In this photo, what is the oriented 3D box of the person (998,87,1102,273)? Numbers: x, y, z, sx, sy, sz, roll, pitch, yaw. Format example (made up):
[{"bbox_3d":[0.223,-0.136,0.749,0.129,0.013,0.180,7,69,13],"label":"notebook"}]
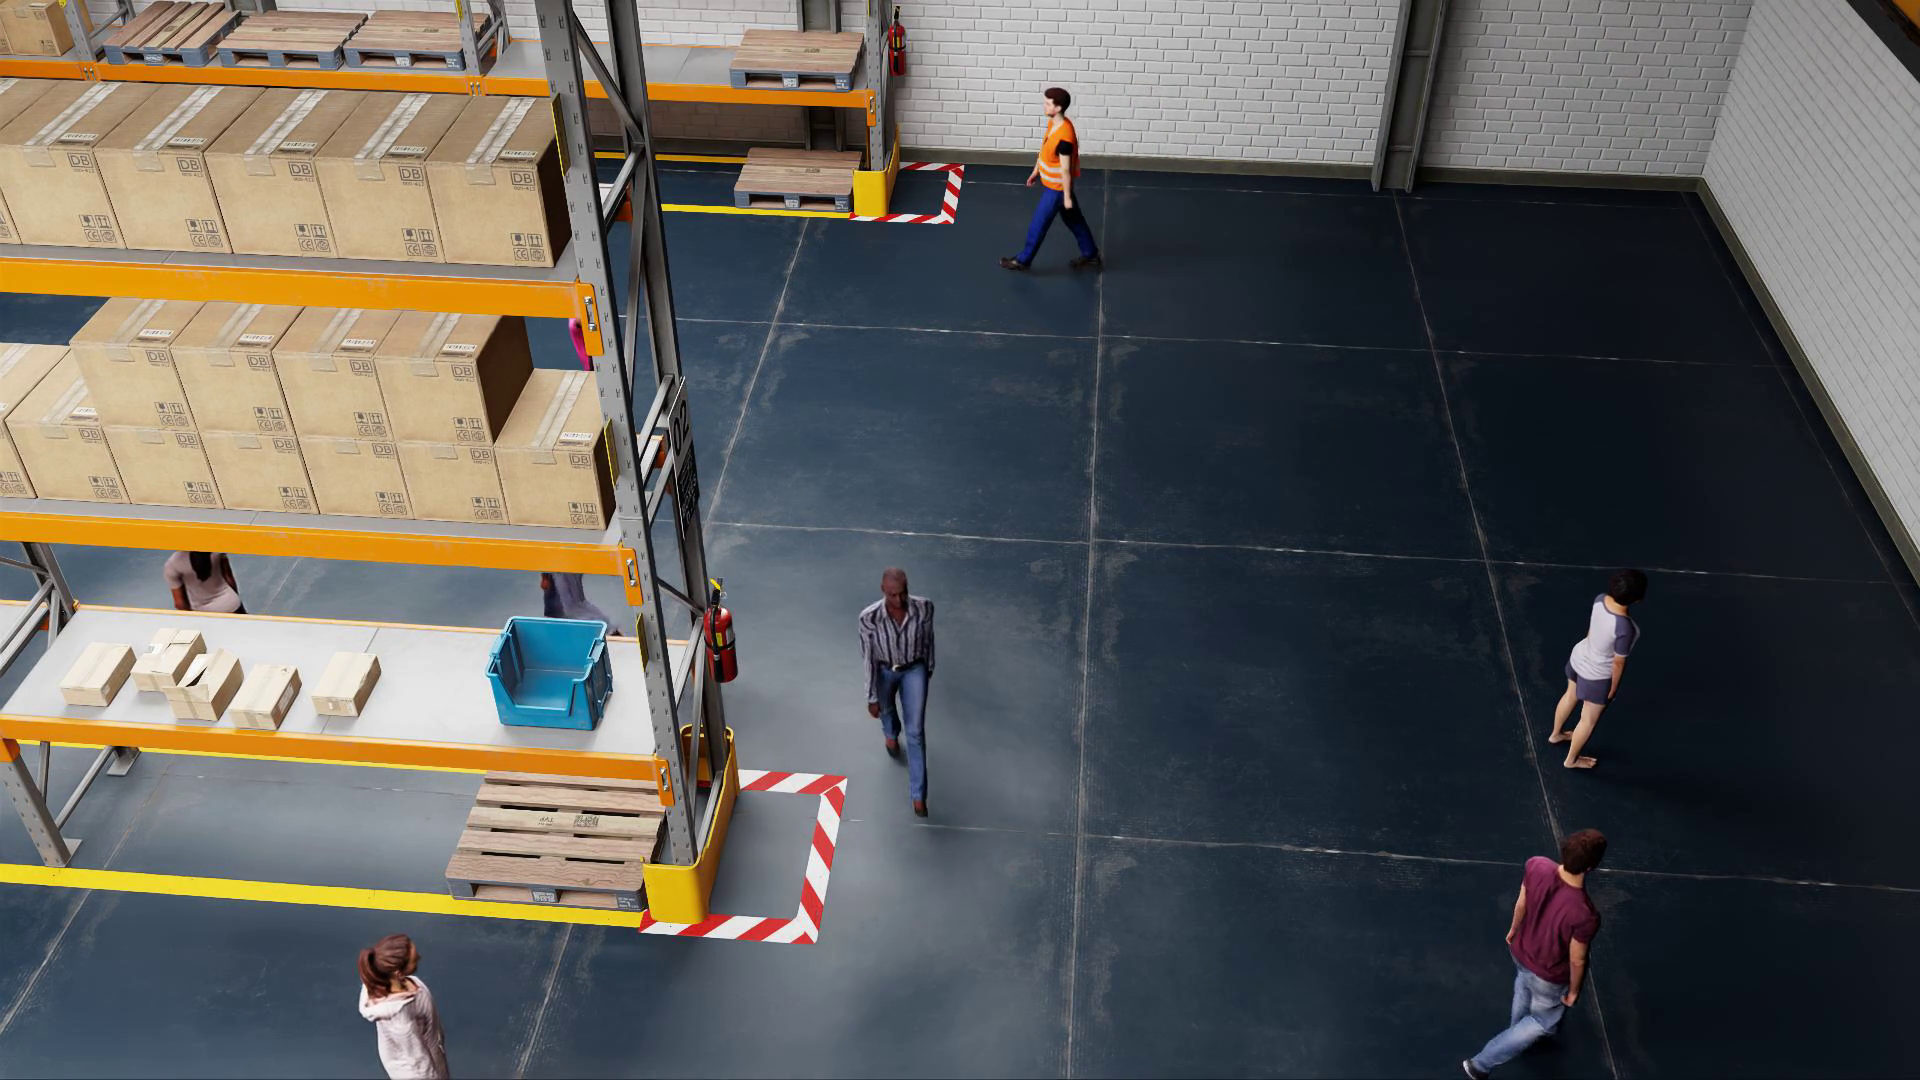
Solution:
[{"bbox_3d":[1.007,-3.312,15.503,1.230,1.839,0.716,0,39,0],"label":"person"}]

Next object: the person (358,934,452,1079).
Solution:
[{"bbox_3d":[-2.731,2.564,8.264,0.778,1.689,0.729,-25,45,-28],"label":"person"}]

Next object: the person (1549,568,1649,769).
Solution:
[{"bbox_3d":[4.055,0.795,10.581,0.626,1.562,0.633,-8,39,-10],"label":"person"}]

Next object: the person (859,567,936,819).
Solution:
[{"bbox_3d":[-0.416,0.804,10.426,1.162,1.742,0.922,-7,39,-9],"label":"person"}]

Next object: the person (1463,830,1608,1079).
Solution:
[{"bbox_3d":[2.970,2.187,8.622,1.089,1.832,0.943,-16,41,-20],"label":"person"}]
